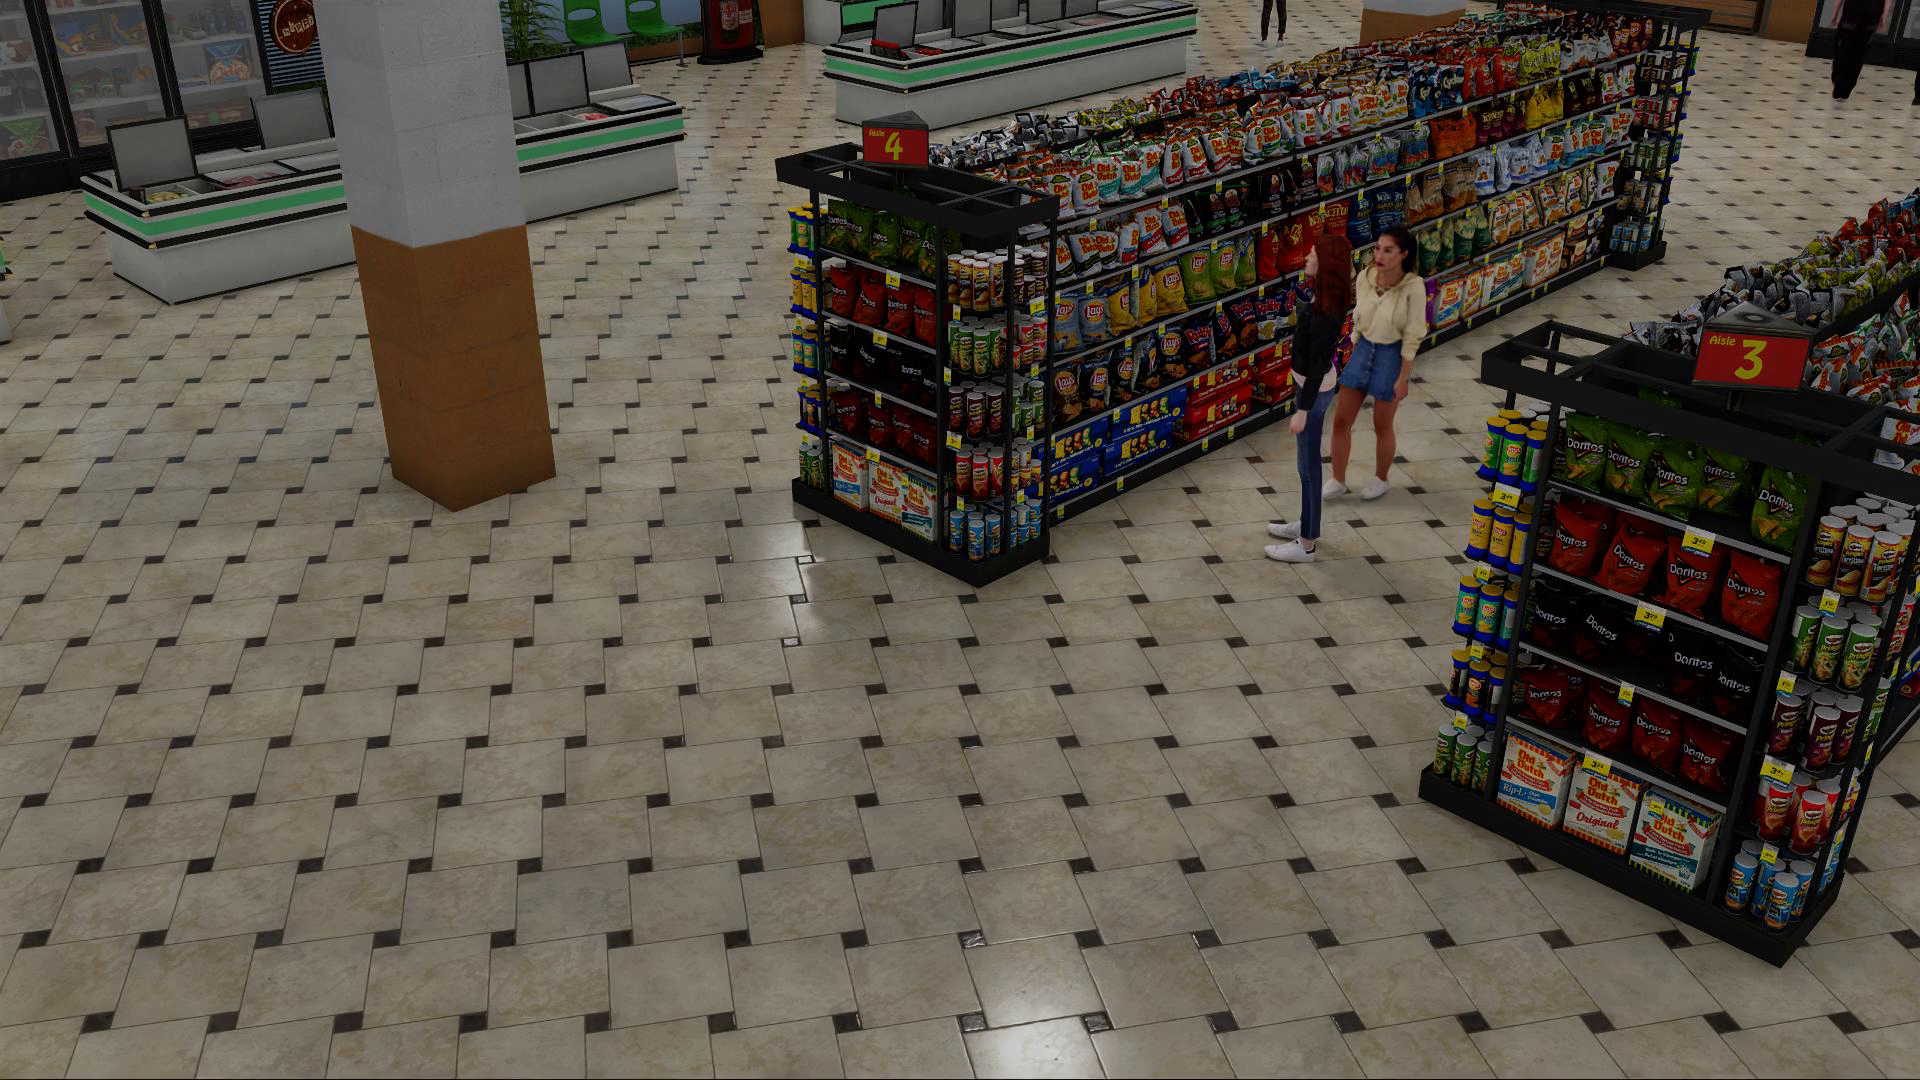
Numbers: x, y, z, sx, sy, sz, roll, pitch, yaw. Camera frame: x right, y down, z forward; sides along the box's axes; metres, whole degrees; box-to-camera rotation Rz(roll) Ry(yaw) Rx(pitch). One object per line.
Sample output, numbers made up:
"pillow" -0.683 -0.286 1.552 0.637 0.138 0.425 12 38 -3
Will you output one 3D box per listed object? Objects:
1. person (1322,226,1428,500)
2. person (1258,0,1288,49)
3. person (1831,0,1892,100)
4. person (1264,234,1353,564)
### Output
"person" 2.426 -0.996 9.422 0.636 1.617 0.716 24 35 39
"person" 4.162 -7.392 21.942 0.655 1.699 0.706 1 27 2
"person" 10.203 -5.893 18.846 0.972 1.827 1.170 11 29 21
"person" 1.847 -0.740 8.730 0.723 1.786 0.631 7 28 13
